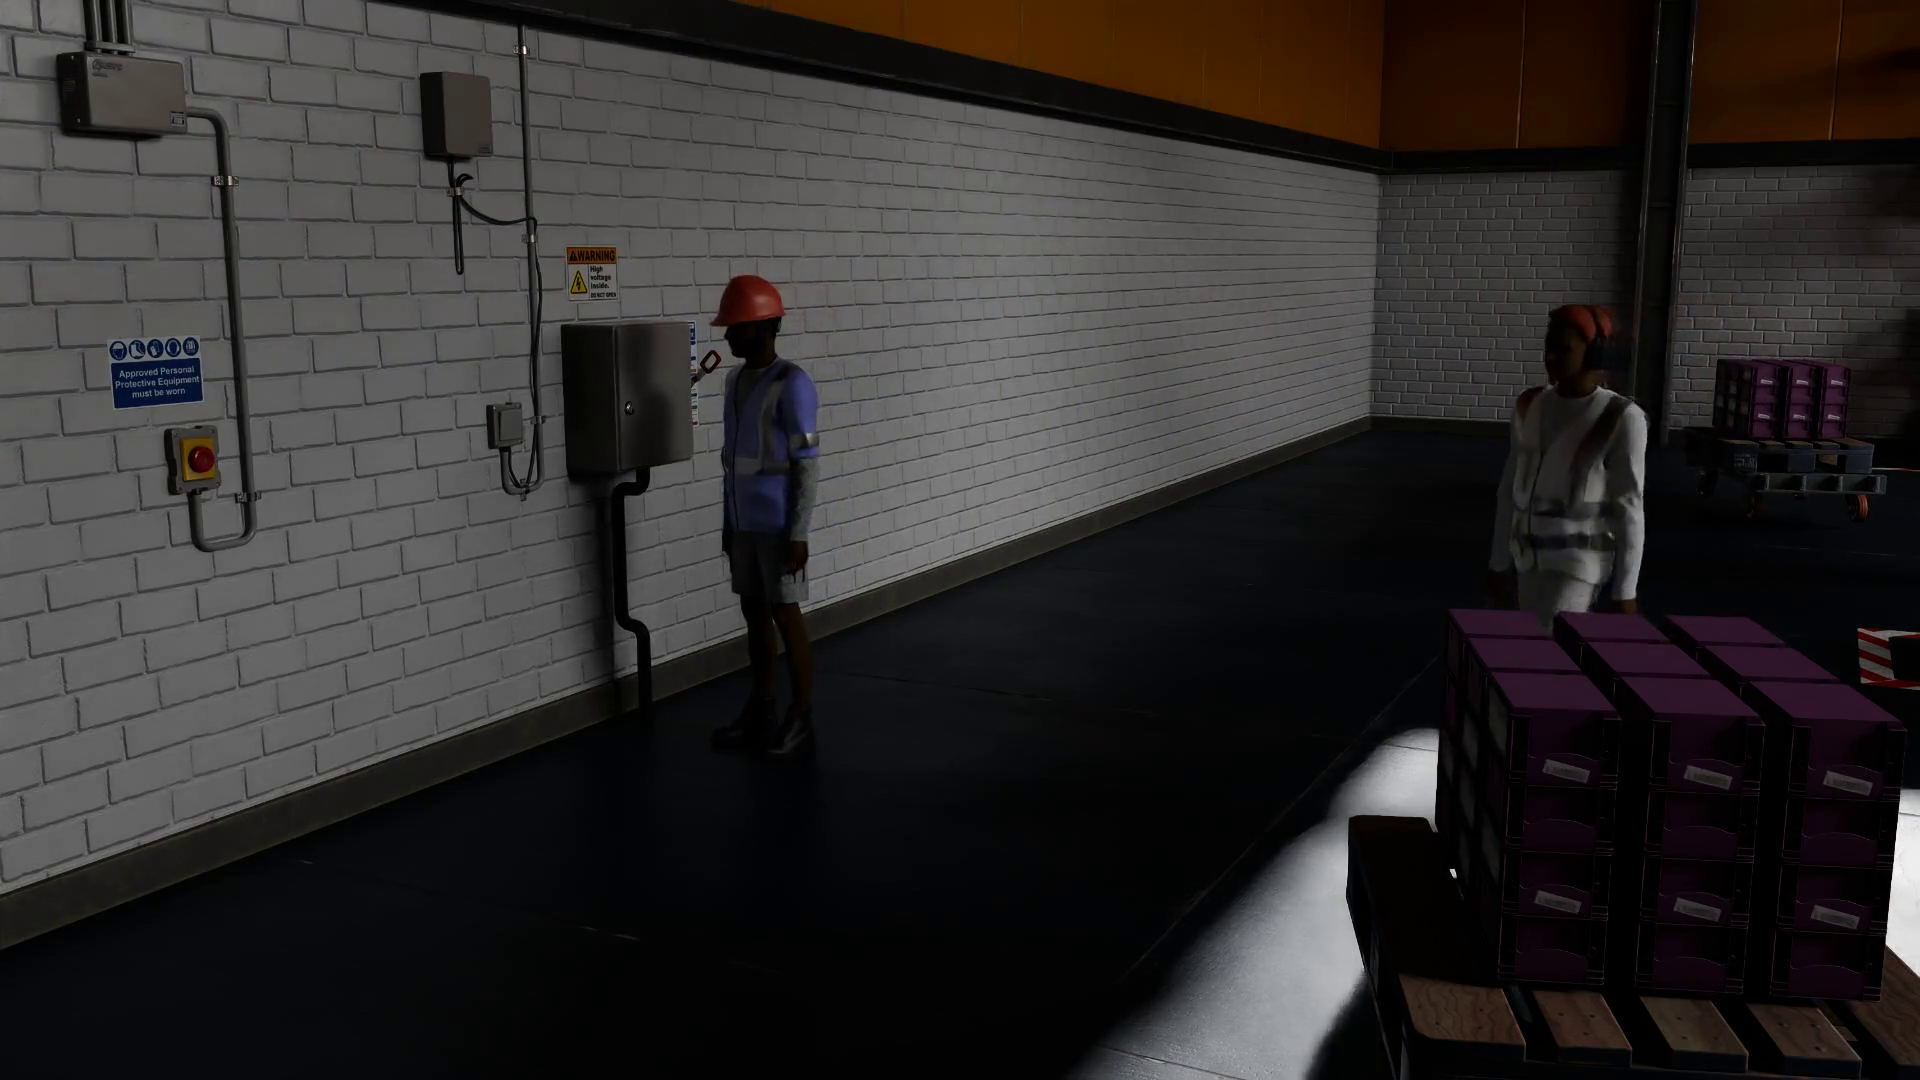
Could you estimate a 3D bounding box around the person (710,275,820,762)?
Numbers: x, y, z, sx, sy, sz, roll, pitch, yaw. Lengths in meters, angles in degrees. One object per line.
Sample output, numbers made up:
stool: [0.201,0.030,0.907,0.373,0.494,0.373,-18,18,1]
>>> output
person: [-0.802,-0.081,6.653,0.378,1.932,0.551,-8,13,-40]

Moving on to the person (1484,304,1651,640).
person: [2.192,0.086,5.931,0.866,1.858,0.580,-4,11,-22]
